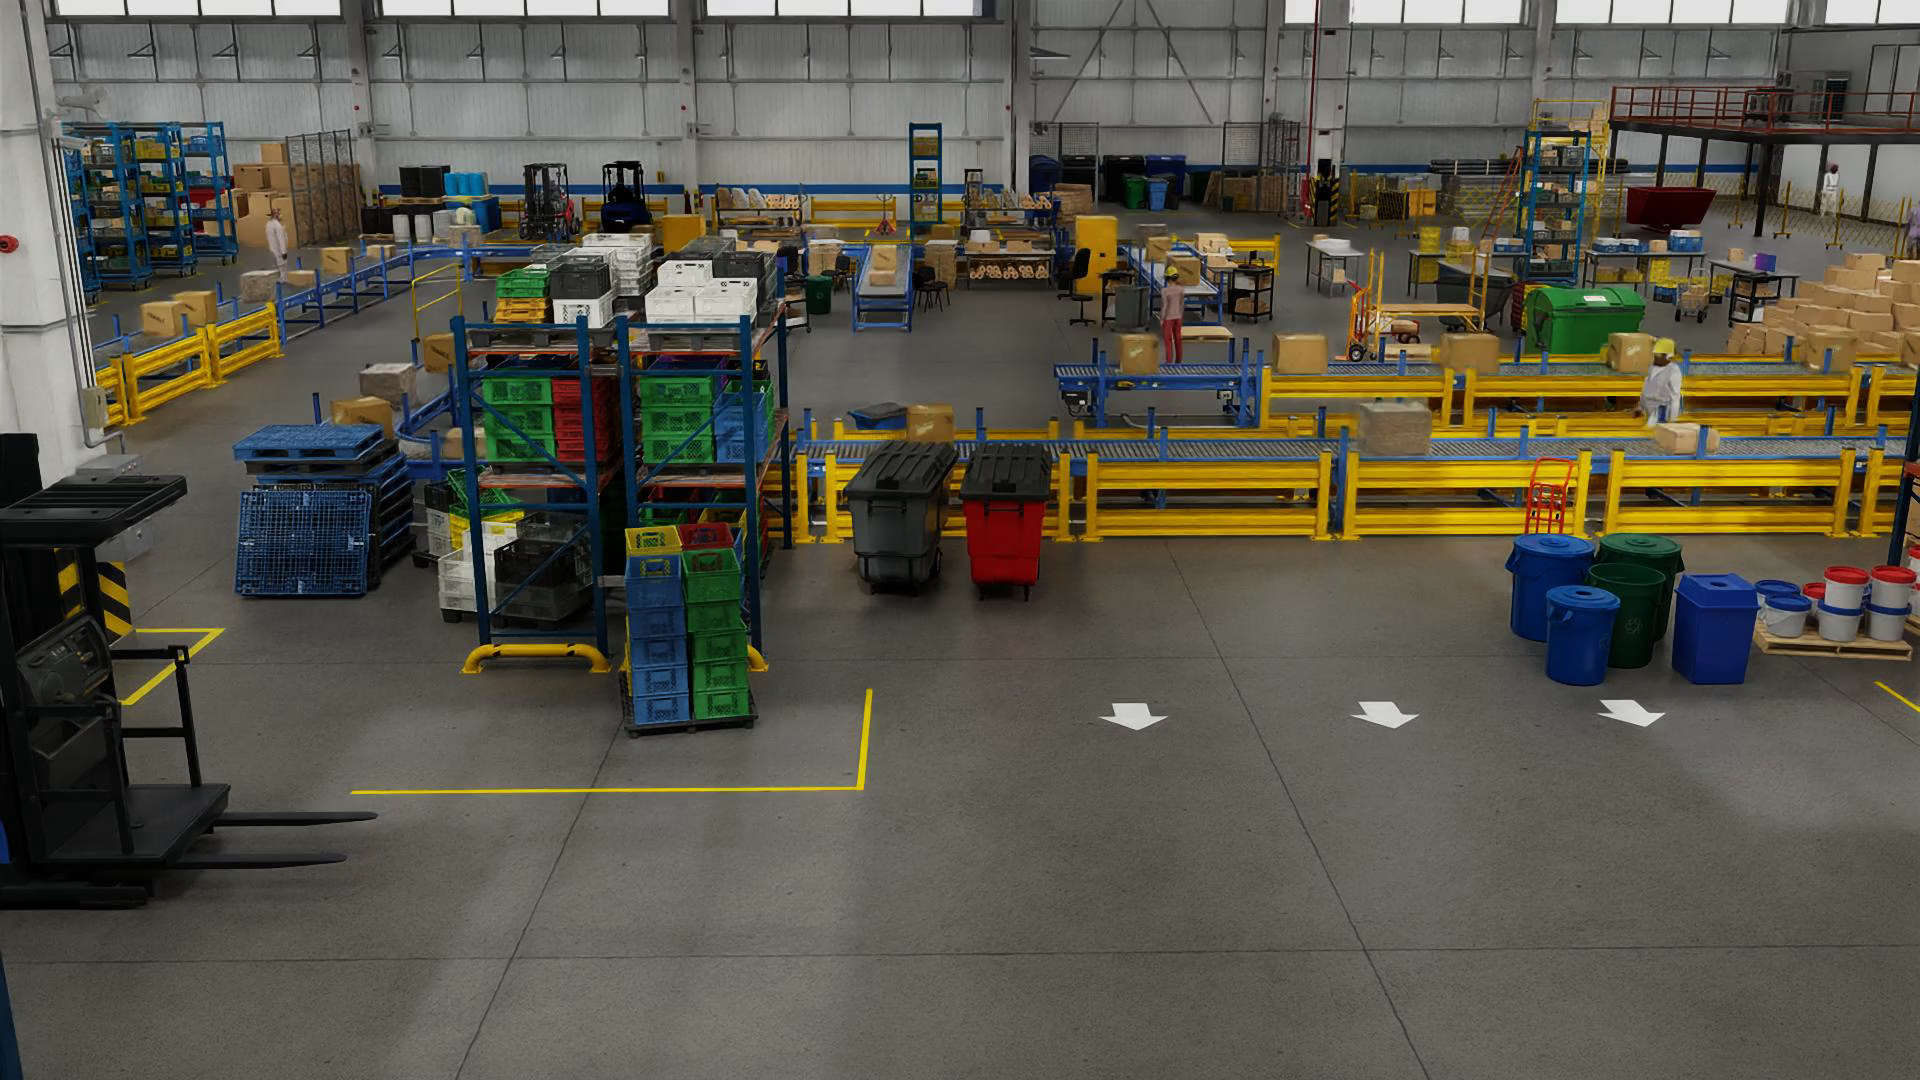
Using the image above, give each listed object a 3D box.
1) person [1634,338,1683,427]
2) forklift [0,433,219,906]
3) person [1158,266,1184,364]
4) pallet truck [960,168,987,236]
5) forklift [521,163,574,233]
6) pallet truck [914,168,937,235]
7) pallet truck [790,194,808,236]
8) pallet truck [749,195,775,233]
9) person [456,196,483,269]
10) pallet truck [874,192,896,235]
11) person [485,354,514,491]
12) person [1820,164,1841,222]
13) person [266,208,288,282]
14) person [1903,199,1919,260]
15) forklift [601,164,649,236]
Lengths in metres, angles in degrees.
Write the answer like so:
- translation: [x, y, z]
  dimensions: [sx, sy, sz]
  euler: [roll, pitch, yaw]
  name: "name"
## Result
- translation: [8.734, -1.633, 20.692]
  dimensions: [0.896, 1.796, 0.589]
  euler: [-1, 16, -4]
  name: "person"
- translation: [-5.952, 0.780, 10.366]
  dimensions: [1.873, 2.768, 1.129]
  euler: [0, 16, -1]
  name: "forklift"
- translation: [3.536, -3.703, 27.933]
  dimensions: [0.527, 1.768, 0.331]
  euler: [-12, 20, -36]
  name: "person"
- translation: [0.383, -10.230, 50.206]
  dimensions: [0.823, 1.965, 1.885]
  euler: [-1, 16, -3]
  name: "pallet truck"
- translation: [-12.233, -10.122, 49.298]
  dimensions: [1.157, 1.987, 2.680]
  euler: [0, 16, -1]
  name: "forklift"
- translation: [-0.989, -10.316, 50.507]
  dimensions: [0.823, 1.965, 1.885]
  euler: [1, 16, 3]
  name: "pallet truck"
- translation: [-4.814, -9.883, 50.259]
  dimensions: [0.704, 1.261, 1.522]
  euler: [-1, 16, -3]
  name: "pallet truck"
- translation: [-6.051, -9.967, 50.660]
  dimensions: [0.680, 1.201, 1.601]
  euler: [0, 16, -1]
  name: "pallet truck"
- translation: [-12.400, -7.783, 42.064]
  dimensions: [0.615, 1.797, 0.832]
  euler: [11, 19, 34]
  name: "person"
- translation: [-2.277, -9.986, 50.594]
  dimensions: [0.653, 1.274, 1.630]
  euler: [0, 16, -1]
  name: "pallet truck"
- translation: [-5.555, -1.442, 20.204]
  dimensions: [0.320, 1.692, 0.531]
  euler: [1, 16, 5]
  name: "person"
- translation: [28.364, -11.268, 54.082]
  dimensions: [0.584, 1.845, 0.903]
  euler: [0, 16, -1]
  name: "person"
- translation: [-15.299, -6.501, 37.413]
  dimensions: [0.403, 1.904, 0.651]
  euler: [-15, 22, -42]
  name: "person"
- translation: [23.365, -7.461, 40.527]
  dimensions: [0.638, 2.023, 0.447]
  euler: [6, 17, 21]
  name: "person"
- translation: [-9.948, -10.127, 49.296]
  dimensions: [1.157, 1.987, 2.680]
  euler: [-1, 16, -3]
  name: "forklift"
